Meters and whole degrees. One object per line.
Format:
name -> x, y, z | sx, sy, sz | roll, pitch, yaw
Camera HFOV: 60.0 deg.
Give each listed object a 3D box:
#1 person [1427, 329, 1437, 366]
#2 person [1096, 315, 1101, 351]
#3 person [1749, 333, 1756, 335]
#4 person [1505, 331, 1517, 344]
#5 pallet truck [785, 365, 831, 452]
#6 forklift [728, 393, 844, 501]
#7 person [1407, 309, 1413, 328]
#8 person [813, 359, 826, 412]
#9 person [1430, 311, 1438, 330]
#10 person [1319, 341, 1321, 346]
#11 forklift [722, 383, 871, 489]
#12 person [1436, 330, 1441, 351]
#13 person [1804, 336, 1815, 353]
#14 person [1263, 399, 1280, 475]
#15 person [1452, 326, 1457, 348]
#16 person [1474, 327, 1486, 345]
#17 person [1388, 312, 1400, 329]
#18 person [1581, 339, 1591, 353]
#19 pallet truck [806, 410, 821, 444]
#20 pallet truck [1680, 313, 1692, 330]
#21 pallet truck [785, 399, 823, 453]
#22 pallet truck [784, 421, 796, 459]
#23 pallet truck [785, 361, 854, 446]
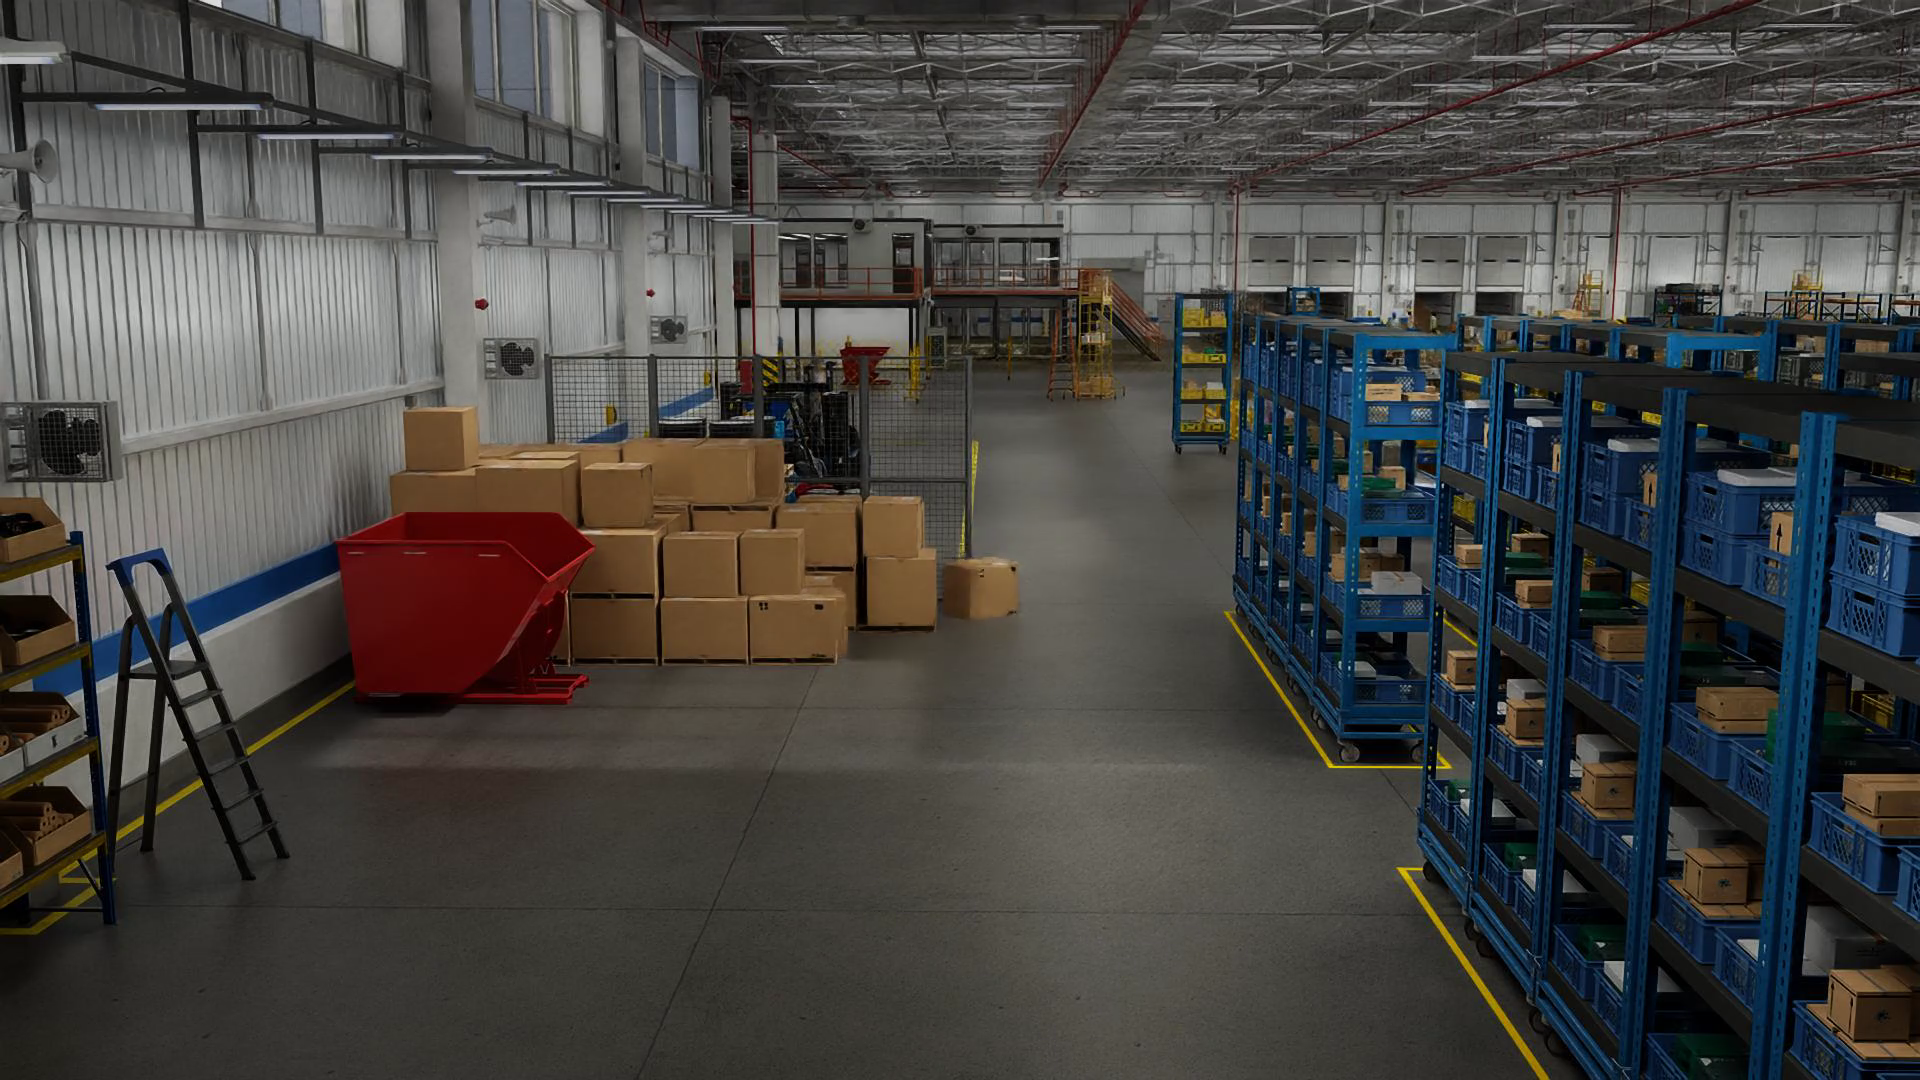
person -> 18.466, -7.279, 64.695 | 0.888, 1.840, 0.518 | 3, 10, 17
person -> 6.855, -10.365, 83.556 | 0.573, 1.887, 0.355 | 1, 9, 7
person -> 28.090, -6.431, 59.261 | 0.970, 1.894, 0.553 | 0, 9, 0
person -> 20.022, -6.596, 60.248 | 0.603, 1.915, 0.815 | 1, 9, 9
pallet truck -> -3.774, -2.976, 37.635 | 1.885, 1.965, 0.823 | 1, 9, 5
forklift -> -2.979, -1.316, 26.476 | 2.680, 1.987, 1.157 | 0, 9, 1
person -> 25.589, -12.173, 94.622 | 0.397, 1.918, 0.588 | 5, 11, 30
person -> -3.565, -3.673, 42.392 | 1.009, 1.853, 0.645 | 7, 12, 37
person -> 26.353, -11.800, 92.550 | 0.429, 1.844, 0.626 | 2, 10, 14
person -> 16.340, -8.817, 74.310 | 0.991, 1.788, 0.527 | -3, 10, -20
forklift -> -2.893, -1.687, 28.729 | 2.680, 1.987, 1.157 | 0, 9, -1
person -> 18.996, -7.445, 65.961 | 0.525, 1.742, 0.531 | -1, 9, -3
person -> 32.005, -6.960, 62.612 | 0.314, 1.868, 0.536 | -3, 10, -16
person -> 6.308, -2.319, 33.442 | 0.393, 2.041, 0.613 | 2, 9, 11
person -> 19.812, -7.644, 66.840 | 1.038, 1.881, 0.533 | -1, 9, -9
person -> 26.542, -10.512, 84.772 | 0.641, 1.822, 0.817 | -3, 10, -20
person -> 22.960, -11.089, 87.998 | 0.642, 1.899, 1.013 | 8, 12, 39
person -> 25.617, -7.832, 67.998 | 0.971, 1.859, 0.580 | 5, 10, 26
pallet truck -> -3.559, -2.018, 33.905 | 1.522, 1.261, 0.704 | 0, 9, -1
pallet truck -> 36.315, -10.531, 84.244 | 0.823, 1.965, 1.885 | -6, 11, -33
pallet truck -> -3.814, -2.432, 36.419 | 1.630, 1.274, 0.653 | 0, 9, 1
pallet truck -> -4.013, -1.793, 32.705 | 1.601, 1.201, 0.680 | 0, 9, 1
pallet truck -> -3.410, -3.193, 38.978 | 1.885, 1.965, 0.823 | 0, 9, -1
